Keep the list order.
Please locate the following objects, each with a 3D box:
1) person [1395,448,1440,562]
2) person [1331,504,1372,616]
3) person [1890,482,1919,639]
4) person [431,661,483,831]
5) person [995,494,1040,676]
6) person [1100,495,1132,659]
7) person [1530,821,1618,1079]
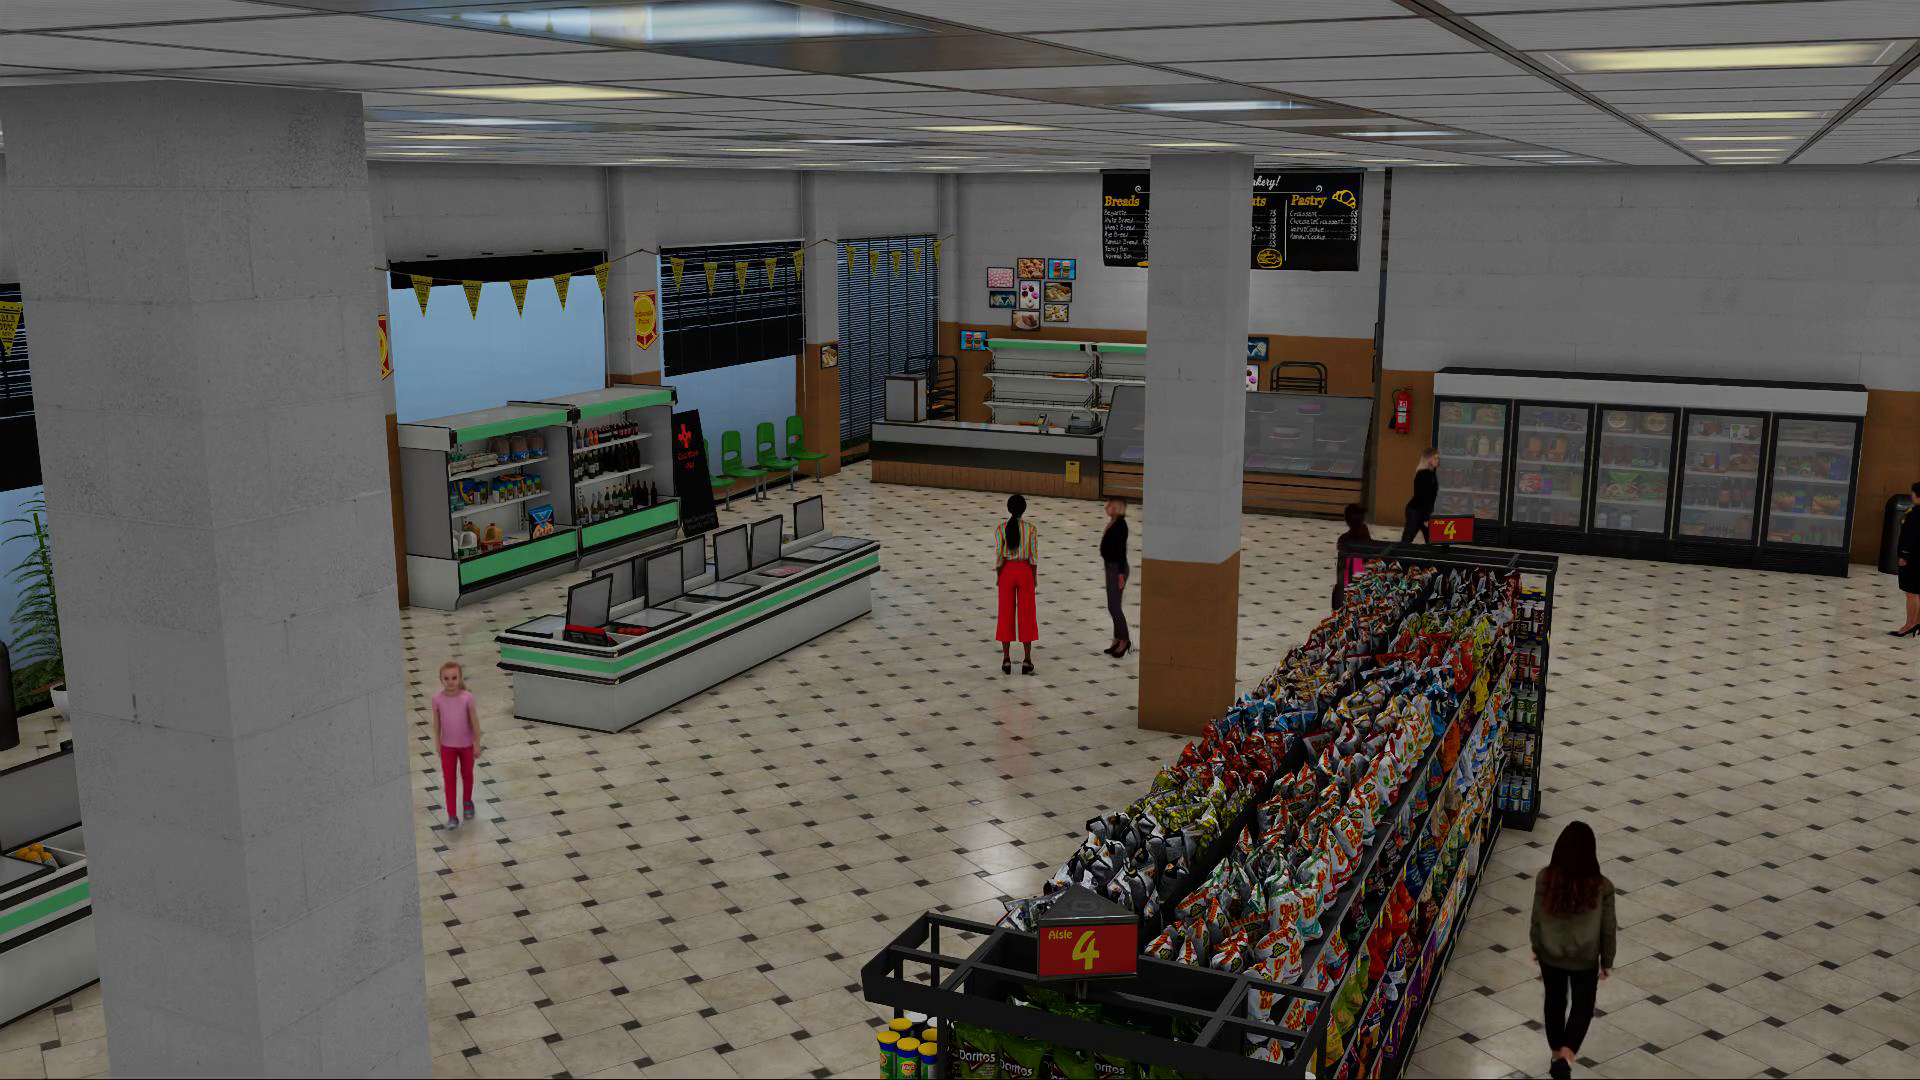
[{"bbox_3d":[5.461,-0.292,20.142,0.681,1.644,0.957,4,13,19],"label":"person"},{"bbox_3d":[3.861,0.532,16.173,1.088,1.668,1.159,-4,13,-18],"label":"person"},{"bbox_3d":[10.202,0.209,17.707,0.742,1.667,0.857,-9,15,-35],"label":"person"},{"bbox_3d":[-3.775,1.518,12.522,0.820,1.243,0.931,-3,12,-14],"label":"person"},{"bbox_3d":[0.554,0.430,16.353,0.662,1.793,0.647,1,12,3],"label":"person"},{"bbox_3d":[1.626,0.368,16.944,0.759,1.670,0.647,-1,12,-6],"label":"person"},{"bbox_3d":[3.177,2.206,8.721,0.631,1.461,0.850,7,14,29],"label":"person"}]
